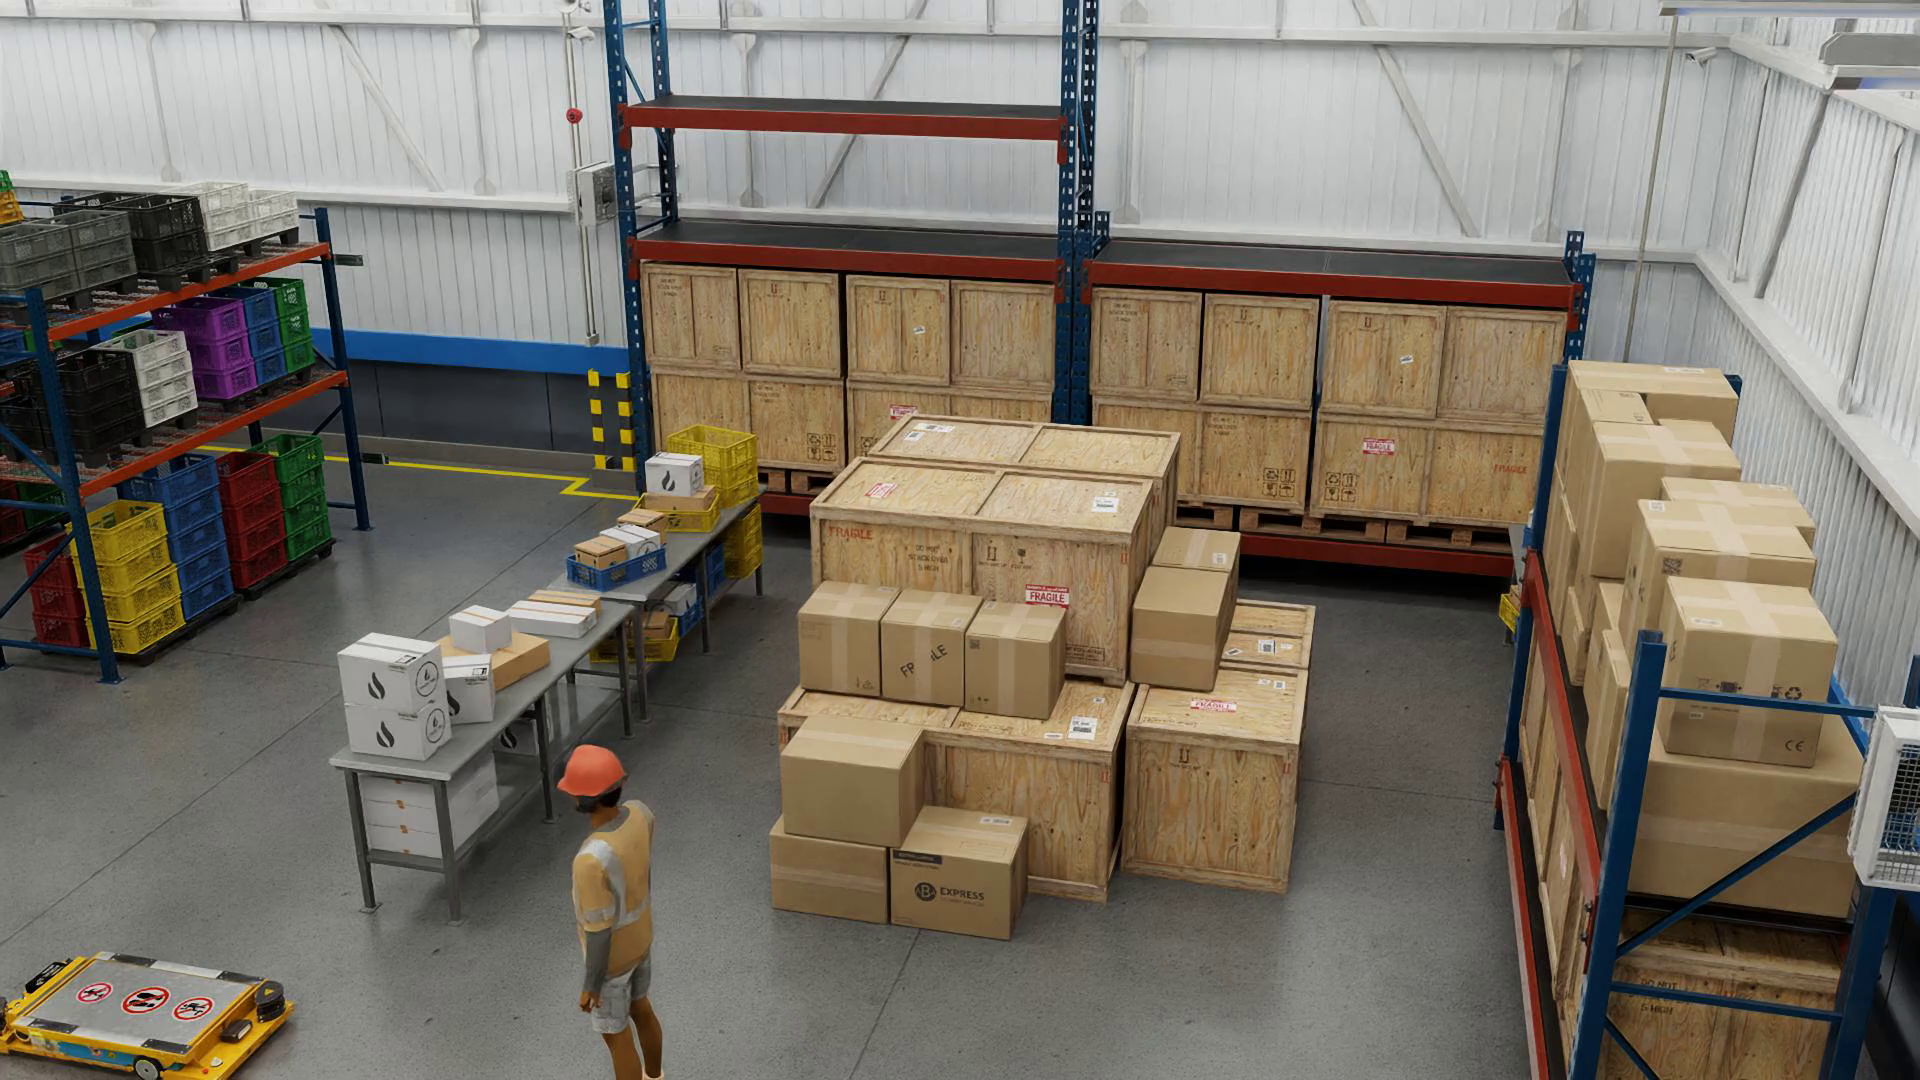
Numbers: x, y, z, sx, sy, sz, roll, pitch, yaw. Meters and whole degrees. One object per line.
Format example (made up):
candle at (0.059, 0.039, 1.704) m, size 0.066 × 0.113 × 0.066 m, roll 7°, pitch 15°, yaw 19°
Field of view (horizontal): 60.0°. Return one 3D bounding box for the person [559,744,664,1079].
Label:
person at (-1.612, 1.869, 7.675) m, size 0.379 × 2.039 × 0.614 m, roll 5°, pitch 21°, yaw 12°

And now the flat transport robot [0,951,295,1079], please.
flat transport robot at (-4.270, 2.464, 8.601) m, size 1.431 × 0.231 × 0.659 m, roll 5°, pitch 22°, yaw 13°
